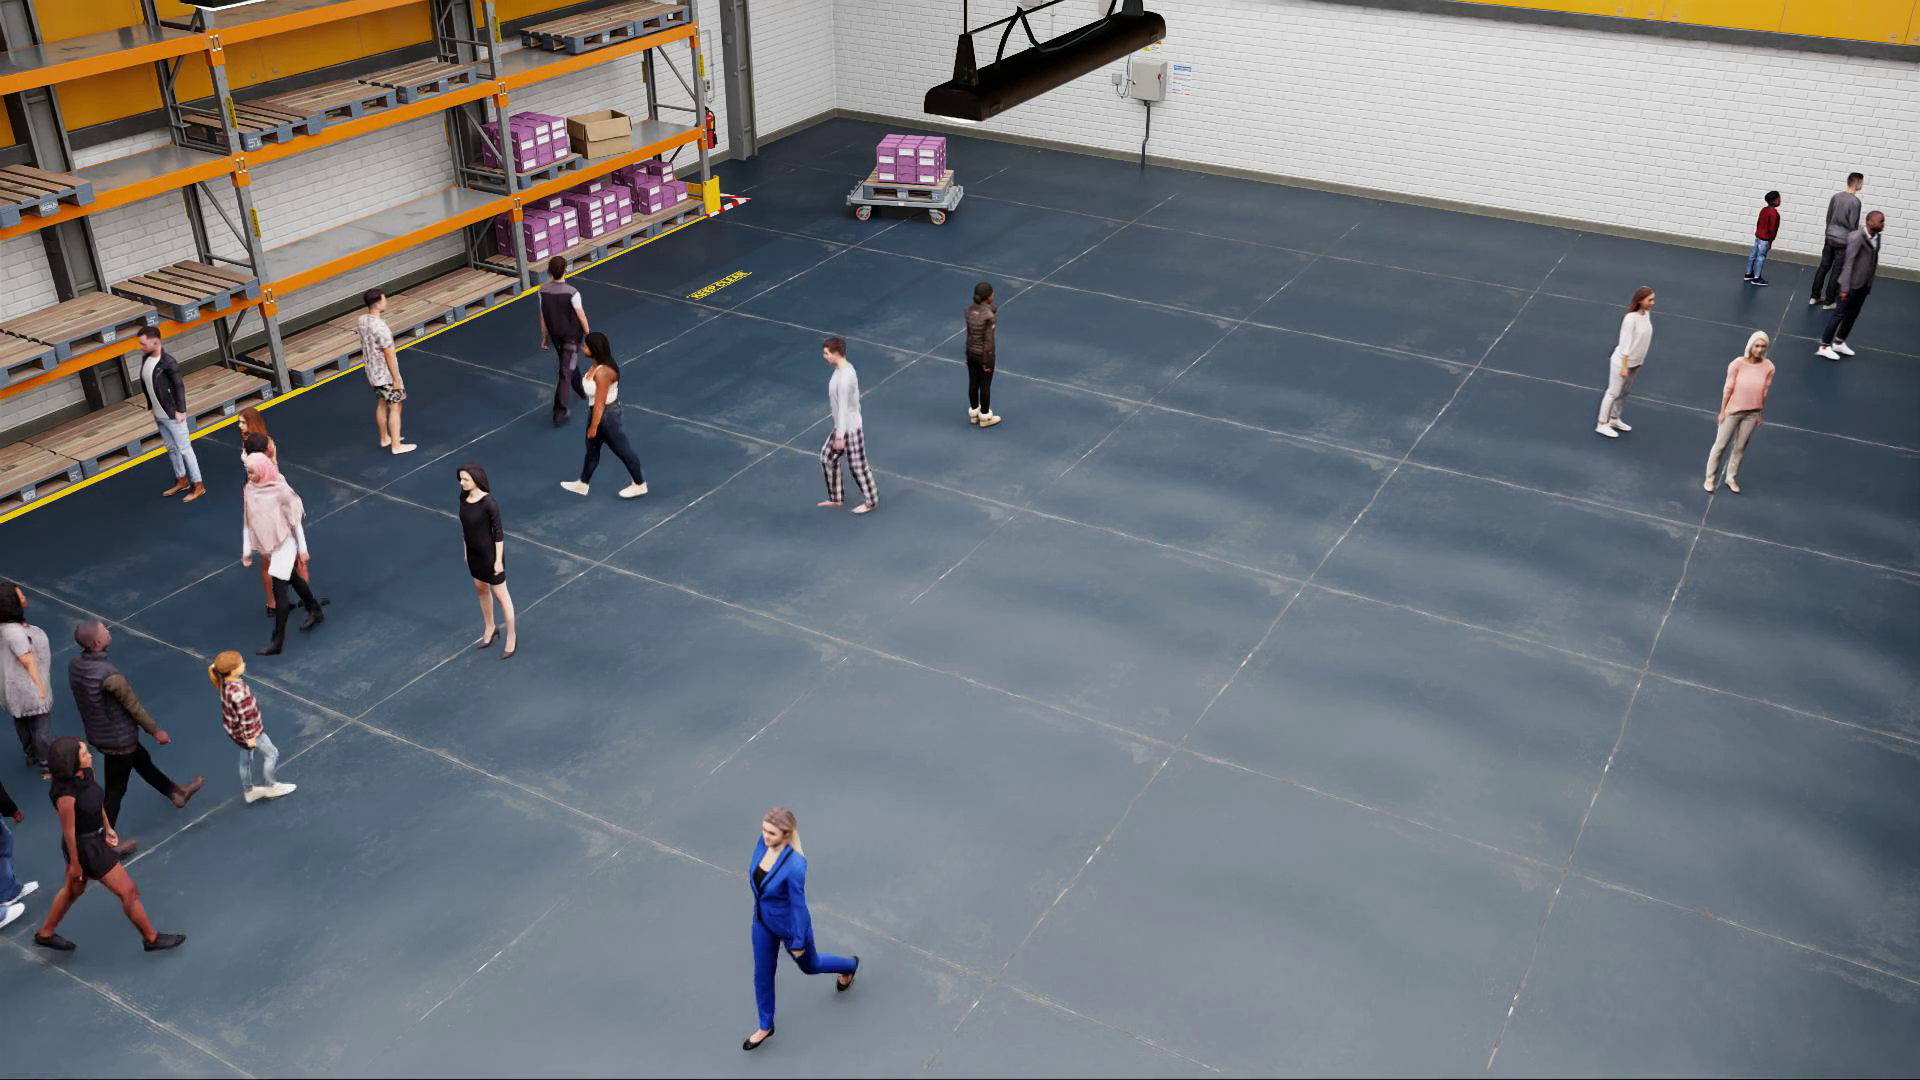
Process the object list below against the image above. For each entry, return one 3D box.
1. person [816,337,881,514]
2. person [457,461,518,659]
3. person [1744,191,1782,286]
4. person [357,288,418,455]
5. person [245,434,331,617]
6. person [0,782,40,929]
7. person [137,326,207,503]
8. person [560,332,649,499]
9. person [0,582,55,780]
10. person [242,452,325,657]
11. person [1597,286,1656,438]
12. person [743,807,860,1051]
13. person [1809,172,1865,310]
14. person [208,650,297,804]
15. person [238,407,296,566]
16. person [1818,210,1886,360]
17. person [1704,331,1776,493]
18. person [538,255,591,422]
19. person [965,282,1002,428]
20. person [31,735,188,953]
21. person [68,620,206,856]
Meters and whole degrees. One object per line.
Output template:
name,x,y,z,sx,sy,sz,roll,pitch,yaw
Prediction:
person,-1.022,-1.121,16.344,1.080,1.818,1.024,-6,29,-11
person,-3.993,0.154,14.018,0.609,1.807,0.510,19,34,31
person,10.809,-4.079,22.355,0.643,1.255,0.561,-2,29,-4
person,-6.110,-1.785,17.568,0.715,1.811,0.639,23,36,36
person,-6.121,-0.103,14.573,0.863,1.726,0.753,-18,33,-29
person,-6.551,1.872,10.950,0.590,1.730,0.690,16,32,27
person,-7.908,-1.288,16.634,0.650,1.835,0.536,16,33,27
person,-3.404,-1.208,16.554,1.159,1.770,1.097,-8,30,-14
person,-7.105,1.055,12.579,0.645,1.603,0.677,18,34,30
person,-5.778,0.033,14.283,0.690,1.766,1.104,11,31,20
person,7.212,-1.941,17.985,0.580,1.686,0.718,-22,36,-35
person,-1.001,2.315,10.203,1.194,1.667,0.849,-25,37,-37
person,11.322,-3.860,21.421,0.733,1.764,0.703,-11,31,-20
person,-5.335,1.402,12.261,0.683,1.299,0.632,-22,36,-35
person,-6.306,-0.436,15.201,0.553,1.711,0.502,15,32,26
person,10.707,-3.077,19.937,0.740,1.812,0.865,-14,31,-23
person,7.882,-1.302,16.774,0.671,1.725,0.652,3,29,5
person,-4.379,-2.175,18.295,0.847,1.801,1.250,9,30,16
person,0.217,-2.010,18.140,0.582,1.659,0.638,18,33,29
person,-5.702,2.019,10.716,1.177,1.694,1.105,-7,29,-13
person,-6.006,1.446,11.676,0.833,1.782,1.203,21,35,34
